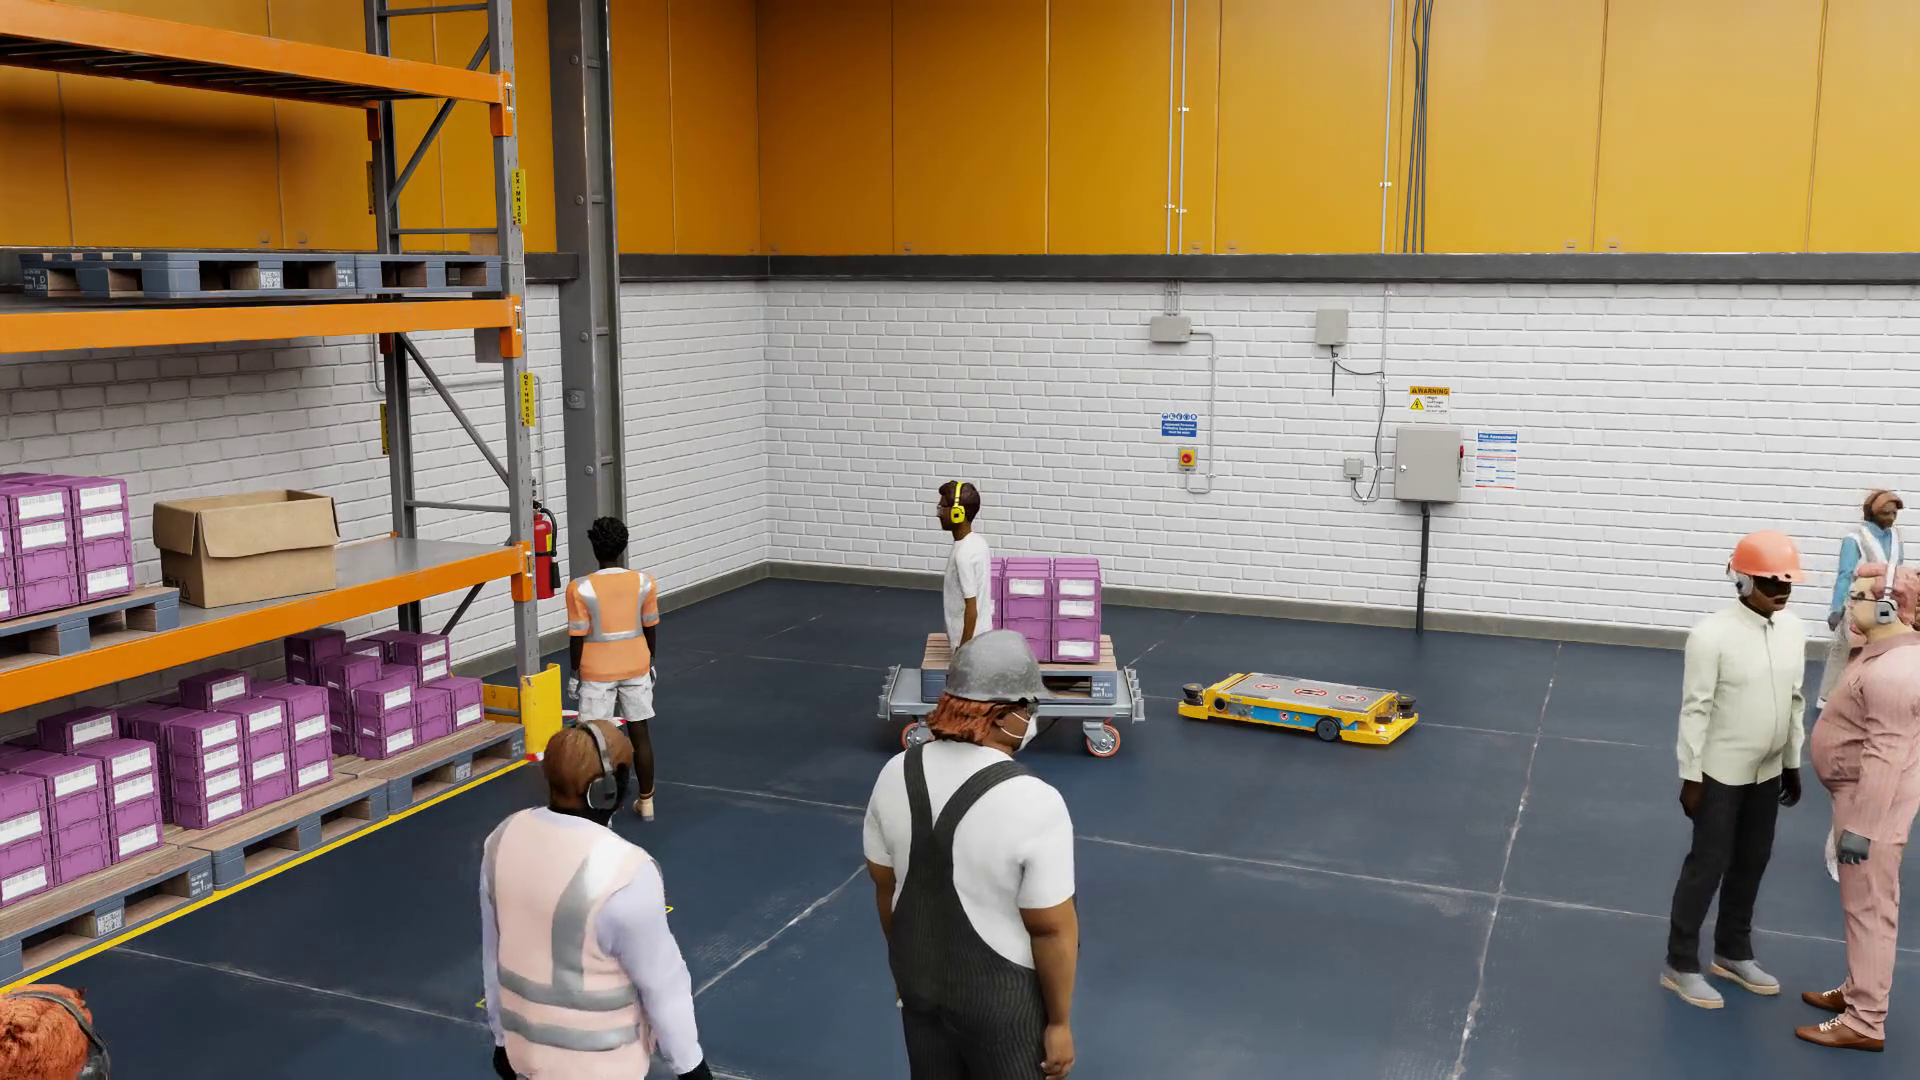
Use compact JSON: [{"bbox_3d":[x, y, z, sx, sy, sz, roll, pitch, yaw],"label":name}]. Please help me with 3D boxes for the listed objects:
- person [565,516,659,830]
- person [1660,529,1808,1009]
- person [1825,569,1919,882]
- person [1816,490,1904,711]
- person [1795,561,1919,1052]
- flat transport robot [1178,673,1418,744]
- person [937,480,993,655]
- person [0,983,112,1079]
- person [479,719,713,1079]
[{"bbox_3d":[-1.874,0.715,8.987,0.540,1.695,0.317,-7,12,-36],"label":"person"},{"bbox_3d":[3.217,0.929,6.825,0.621,1.983,0.413,-4,10,-25],"label":"person"},{"bbox_3d":[4.532,0.932,8.074,0.553,1.631,0.421,0,9,1],"label":"person"},{"bbox_3d":[5.945,0.452,10.932,0.540,1.580,0.750,-5,11,-30],"label":"person"},{"bbox_3d":[3.521,1.025,6.476,0.409,1.910,0.640,6,11,32],"label":"person"},{"bbox_3d":[2.236,1.092,11.019,1.431,0.197,0.652,6,11,31],"label":"flat transport robot"},{"bbox_3d":[0.018,0.606,9.161,0.323,1.860,0.518,1,9,7],"label":"person"},{"bbox_3d":[-1.540,1.672,2.804,0.587,1.863,0.879,-2,10,-13],"label":"person"},{"bbox_3d":[-0.969,1.381,4.596,0.632,1.821,0.712,9,13,43],"label":"person"}]
